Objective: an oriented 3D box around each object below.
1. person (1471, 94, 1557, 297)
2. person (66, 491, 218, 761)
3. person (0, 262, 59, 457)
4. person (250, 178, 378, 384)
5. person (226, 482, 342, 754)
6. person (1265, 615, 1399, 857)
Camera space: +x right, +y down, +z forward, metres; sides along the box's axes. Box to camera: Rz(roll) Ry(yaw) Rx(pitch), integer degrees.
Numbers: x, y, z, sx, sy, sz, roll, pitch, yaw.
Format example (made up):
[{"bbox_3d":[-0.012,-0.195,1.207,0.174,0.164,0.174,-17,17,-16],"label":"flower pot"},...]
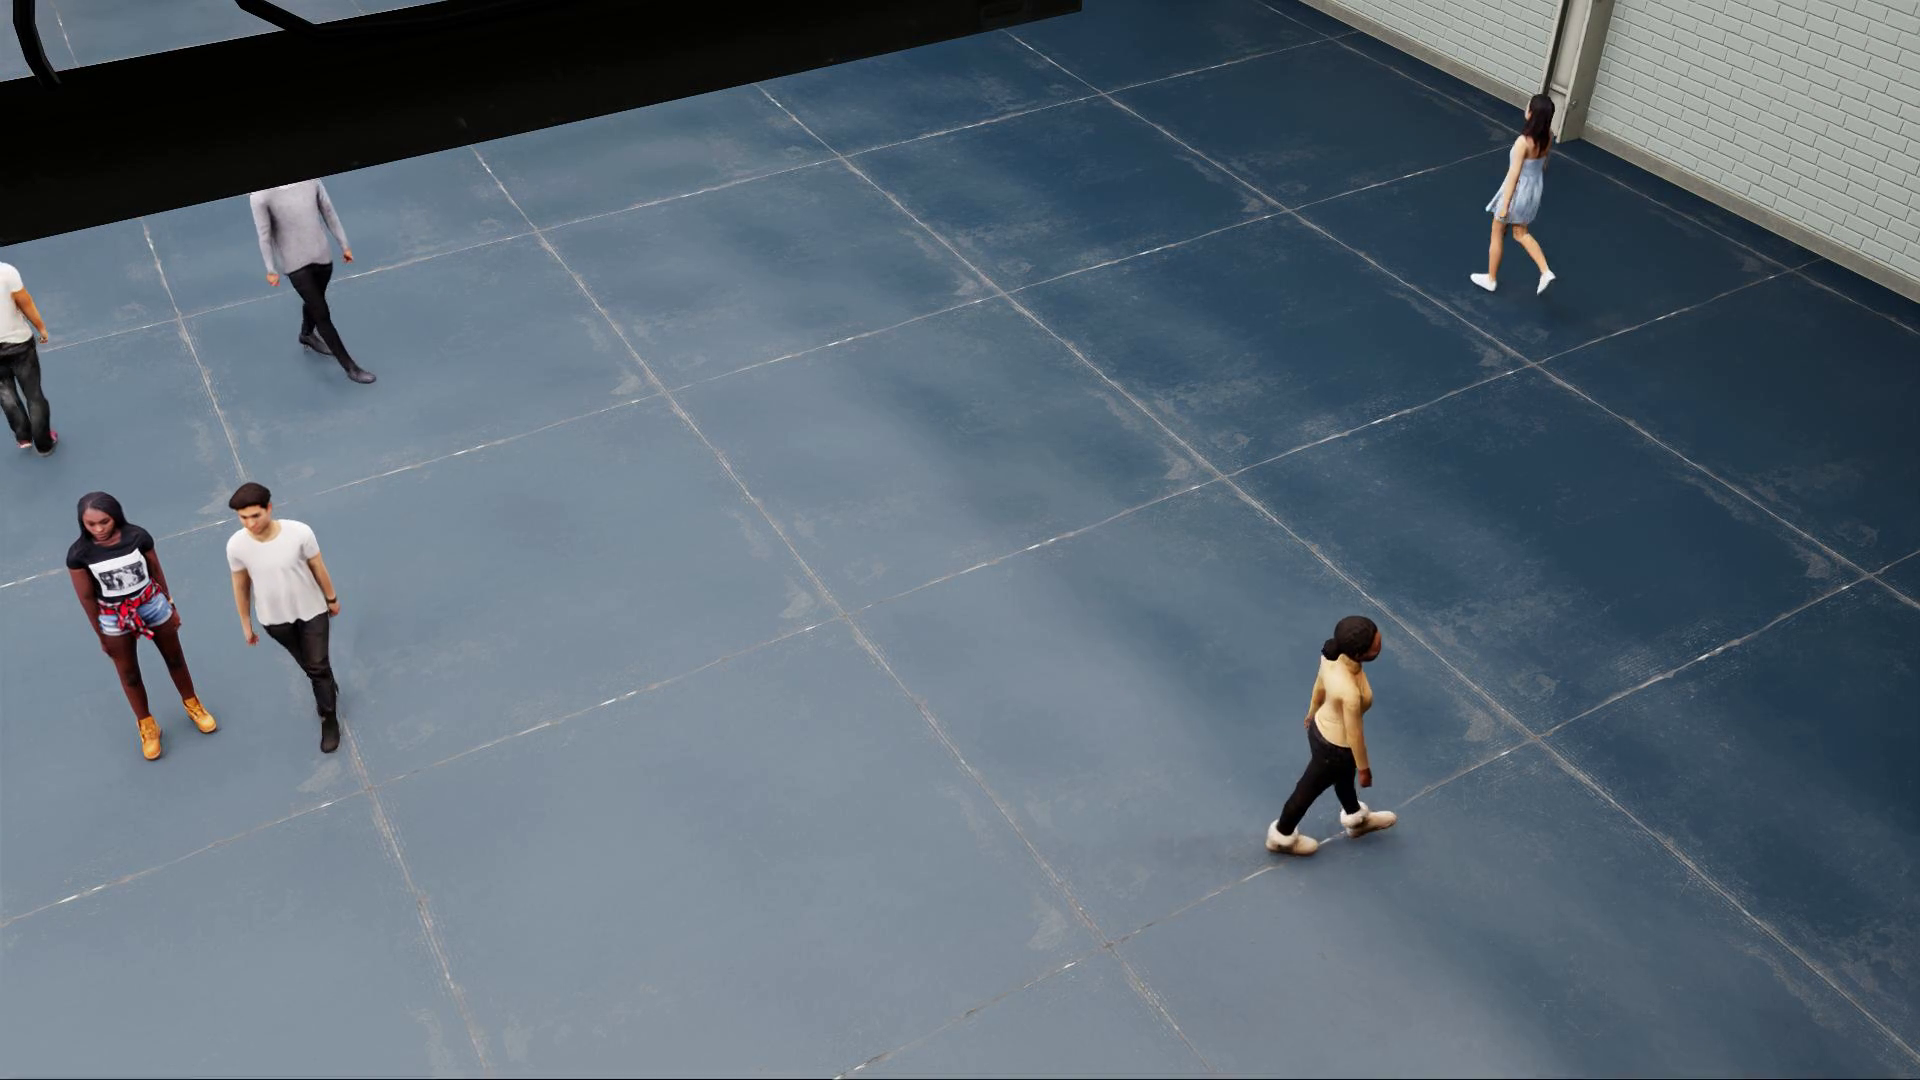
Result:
[{"bbox_3d":[4.520,-2.685,13.225,0.652,1.713,0.981,-25,45,-29],"label":"person"},{"bbox_3d":[-4.573,0.437,9.224,0.641,1.726,0.628,-25,45,-29],"label":"person"},{"bbox_3d":[-6.589,-1.327,11.422,0.723,1.795,0.658,-12,40,-15],"label":"person"},{"bbox_3d":[-4.912,-2.114,12.365,1.354,1.873,1.102,24,44,28],"label":"person"},{"bbox_3d":[-3.758,0.324,9.389,0.825,1.699,0.965,-5,38,-7],"label":"person"},{"bbox_3d":[1.823,1.037,8.531,0.972,1.636,1.008,-1,38,-1],"label":"person"}]
